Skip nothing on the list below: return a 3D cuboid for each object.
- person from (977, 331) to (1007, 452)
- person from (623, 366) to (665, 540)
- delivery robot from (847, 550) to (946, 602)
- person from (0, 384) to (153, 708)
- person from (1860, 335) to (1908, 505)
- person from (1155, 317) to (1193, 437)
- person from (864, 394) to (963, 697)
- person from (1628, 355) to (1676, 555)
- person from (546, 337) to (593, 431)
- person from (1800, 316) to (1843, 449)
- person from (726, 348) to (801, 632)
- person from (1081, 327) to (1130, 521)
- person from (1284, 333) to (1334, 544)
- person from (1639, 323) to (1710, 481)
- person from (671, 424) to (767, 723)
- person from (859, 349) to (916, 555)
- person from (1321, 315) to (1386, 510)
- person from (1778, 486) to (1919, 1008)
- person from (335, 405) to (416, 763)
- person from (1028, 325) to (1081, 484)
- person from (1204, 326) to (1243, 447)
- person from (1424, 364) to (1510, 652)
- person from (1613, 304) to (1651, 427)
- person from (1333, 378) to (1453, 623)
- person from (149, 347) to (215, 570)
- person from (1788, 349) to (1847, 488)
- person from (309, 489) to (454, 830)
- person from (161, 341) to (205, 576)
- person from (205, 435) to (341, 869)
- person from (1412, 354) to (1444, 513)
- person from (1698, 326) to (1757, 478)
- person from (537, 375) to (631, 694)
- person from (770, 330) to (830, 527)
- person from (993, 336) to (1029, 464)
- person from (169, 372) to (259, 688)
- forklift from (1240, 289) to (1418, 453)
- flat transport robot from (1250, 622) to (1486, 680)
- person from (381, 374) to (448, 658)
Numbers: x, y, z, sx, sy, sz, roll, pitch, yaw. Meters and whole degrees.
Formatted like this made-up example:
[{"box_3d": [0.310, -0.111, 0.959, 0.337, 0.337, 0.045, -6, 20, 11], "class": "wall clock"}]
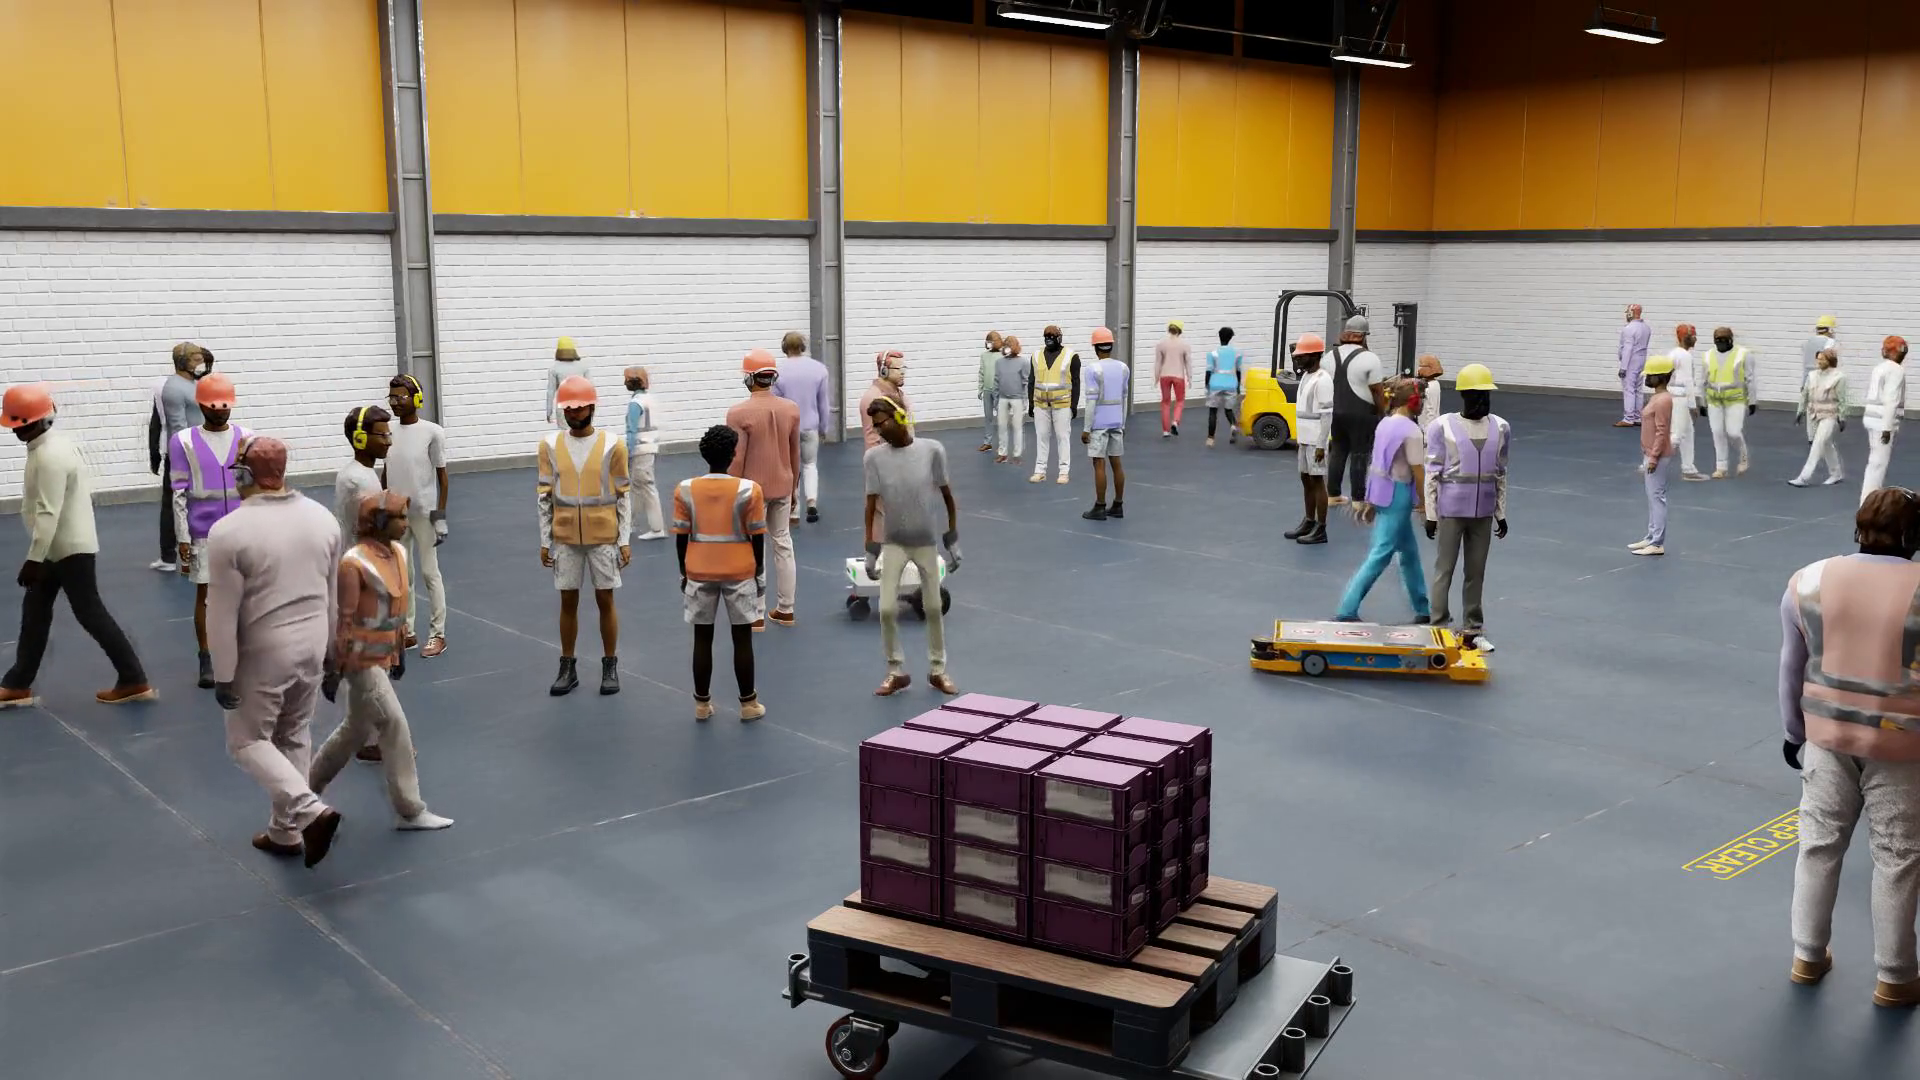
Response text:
[{"box_3d": [0.459, -1.997, 22.420, 0.507, 1.632, 0.272, 6, 12, 34], "class": "person"}, {"box_3d": [-3.029, -0.800, 15.436, 0.550, 1.622, 0.535, 0, 10, 1], "class": "person"}, {"box_3d": [-0.472, 0.243, 12.189, 0.707, 0.478, 0.477, -2, 10, -10], "class": "delivery robot"}, {"box_3d": [-5.215, 0.050, 9.613, 0.882, 1.920, 0.624, -7, 12, -36], "class": "person"}, {"box_3d": [9.236, -1.108, 16.617, 0.373, 1.854, 0.750, 2, 10, 14], "class": "person"}, {"box_3d": [3.107, -2.361, 24.207, 0.562, 1.746, 0.459, 3, 10, 18], "class": "person"}, {"box_3d": [-0.280, 0.037, 9.945, 0.586, 1.834, 0.392, 0, 10, -1], "class": "person"}, {"box_3d": [6.136, -0.747, 14.716, 0.309, 1.769, 0.524, 3, 10, 17], "class": "person"}, {"box_3d": [-4.564, -1.500, 19.321, 0.505, 1.700, 0.817, -6, 12, -33], "class": "person"}, {"box_3d": [11.881, -2.170, 22.955, 0.478, 1.809, 0.654, -5, 11, -27], "class": "person"}, {"box_3d": [-1.391, -0.350, 11.722, 0.612, 1.995, 0.382, -9, 13, -42], "class": "person"}, {"box_3d": [1.430, -1.161, 16.658, 0.547, 1.930, 0.382, -7, 12, -35], "class": "person"}, {"box_3d": [3.206, -0.928, 15.285, 0.377, 1.932, 0.552, -2, 10, -10], "class": "person"}, {"box_3d": [8.391, -1.596, 19.422, 0.729, 1.868, 0.589, 2, 10, 12], "class": "person"}, {"box_3d": [-1.348, 0.198, 9.388, 0.537, 1.695, 0.321, 1, 10, 6], "class": "person"}, {"box_3d": [-0.546, -0.551, 13.157, 0.402, 1.906, 0.652, 3, 10, 17], "class": "person"}, {"box_3d": [4.124, -1.335, 17.357, 0.537, 2.000, 0.695, -8, 12, -39], "class": "person"}, {"box_3d": [3.236, 0.724, 5.904, 0.429, 1.838, 0.621, -9, 13, -43], "class": "person"}, {"box_3d": [-3.092, 0.228, 8.720, 0.317, 1.865, 0.523, -5, 11, -27], "class": "person"}, {"box_3d": [1.076, -1.569, 19.312, 0.634, 1.841, 0.429, 4, 10, 22], "class": "person"}, {"box_3d": [3.625, -2.088, 22.802, 0.567, 1.674, 0.515, -1, 10, -5], "class": "person"}, {"box_3d": [3.374, -0.207, 11.071, 0.593, 1.930, 0.355, -2, 10, -12], "class": "person"}, {"box_3d": [10.367, -2.694, 25.704, 0.652, 1.906, 0.402, -8, 13, -40], "class": "person"}, {"box_3d": [3.075, -0.239, 11.740, 0.931, 1.803, 0.562, -1, 10, -4], "class": "person"}, {"box_3d": [-6.545, -0.678, 14.027, 0.670, 1.873, 0.450, 1, 10, 5], "class": "person"}, {"box_3d": [9.875, -1.398, 19.047, 0.883, 1.593, 0.532, -3, 10, -16], "class": "person"}, {"box_3d": [-2.774, 0.552, 7.628, 0.781, 1.593, 0.552, 0, 10, 3], "class": "person"}, {"box_3d": [-6.348, -0.670, 13.762, 0.372, 1.940, 0.632, -2, 10, -9], "class": "person"}, {"box_3d": [-2.899, 0.490, 7.116, 0.653, 1.887, 0.650, 5, 11, 29], "class": "person"}, {"box_3d": [4.803, -1.087, 17.091, 0.282, 1.634, 0.498, 3, 10, 16], "class": "person"}, {"box_3d": [9.104, -1.631, 19.760, 0.502, 1.814, 0.668, -8, 13, -41], "class": "person"}, {"box_3d": [-2.252, -0.022, 9.971, 0.551, 1.935, 0.375, 0, 10, -2], "class": "person"}, {"box_3d": [-1.578, -1.071, 16.140, 0.651, 1.927, 0.467, -3, 10, -18], "class": "person"}, {"box_3d": [0.647, -1.765, 21.136, 0.528, 1.629, 0.329, 5, 11, 26], "class": "person"}, {"box_3d": [-4.536, -0.066, 10.240, 0.543, 1.933, 0.363, -7, 12, -36], "class": "person"}, {"box_3d": [5.034, -2.339, 22.783, 2.313, 2.155, 1.214, 3, 10, 16], "class": "forklift"}, {"box_3d": [2.597, 0.692, 10.657, 1.431, 0.197, 0.652, 2, 10, 11], "class": "flat transport robot"}, {"box_3d": [-3.608, -0.158, 10.958, 0.520, 1.873, 0.328, 3, 10, 17], "class": "person"}]
